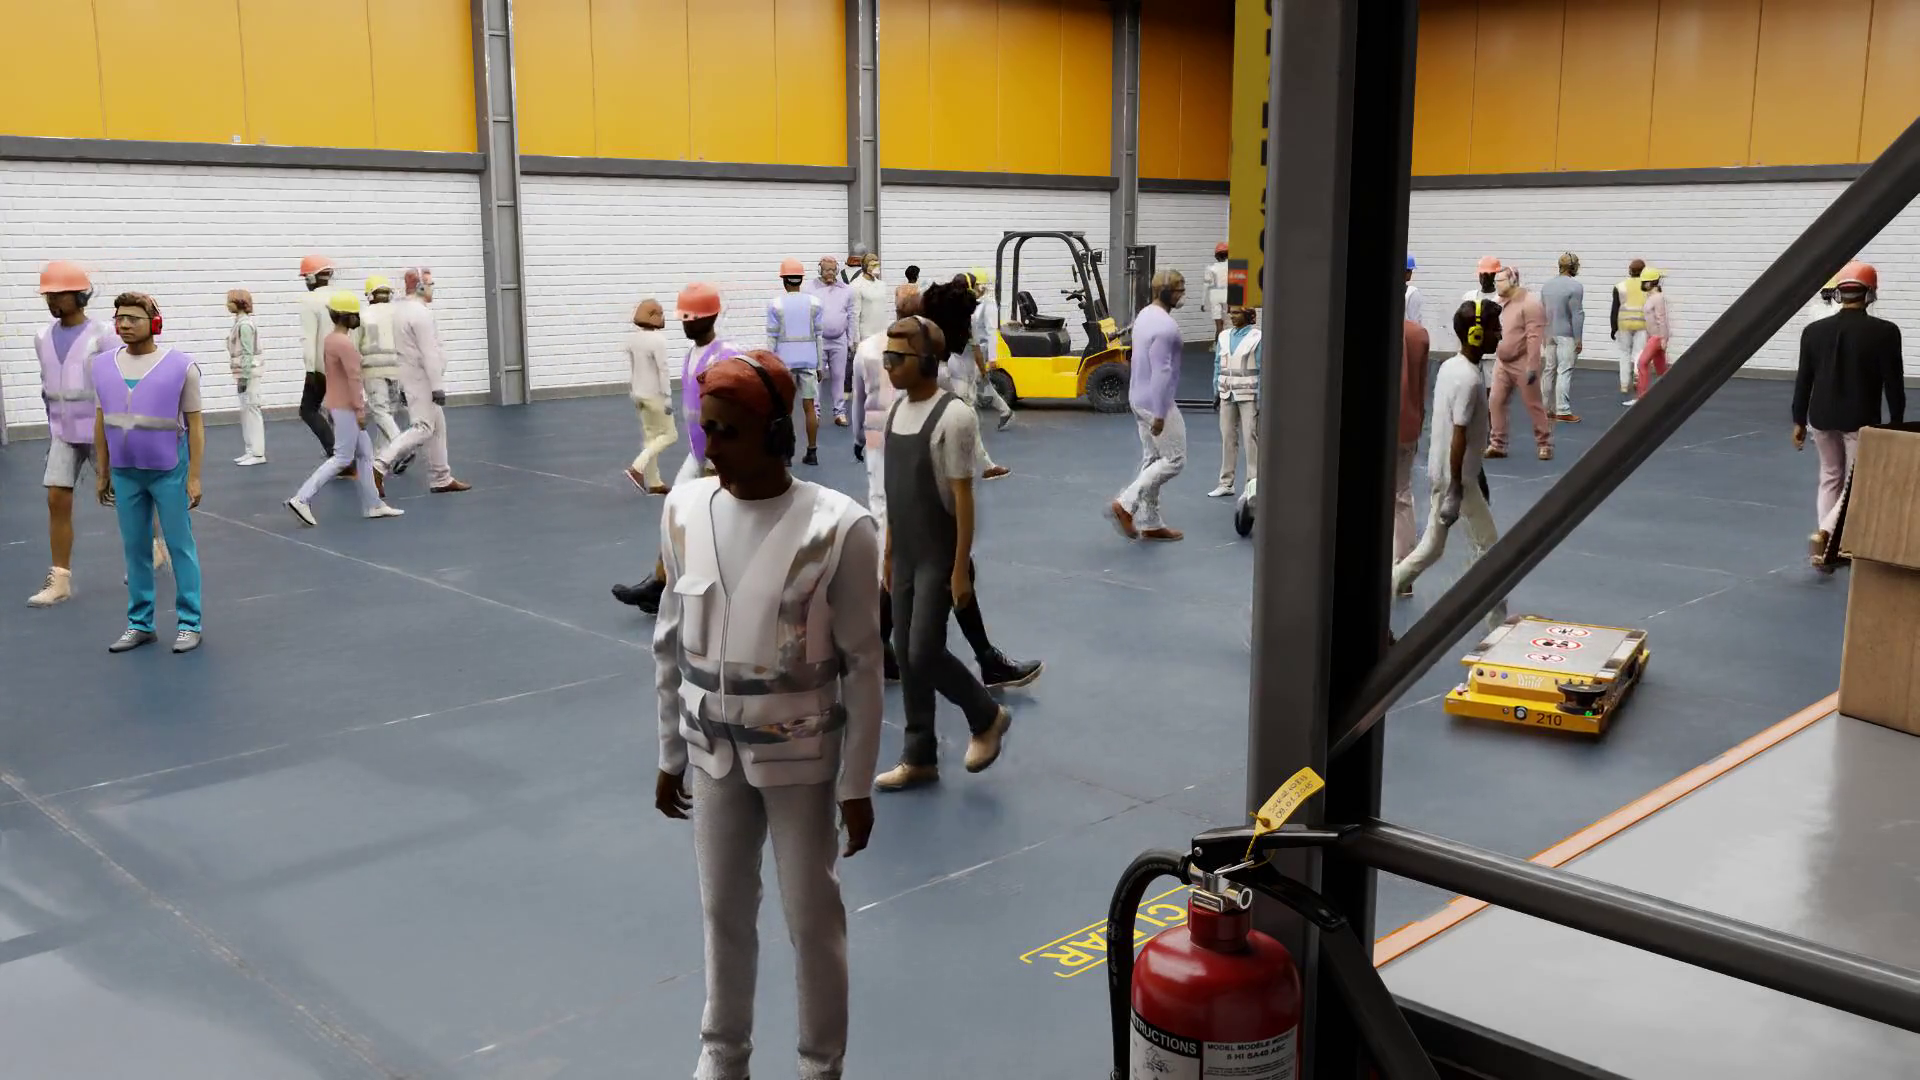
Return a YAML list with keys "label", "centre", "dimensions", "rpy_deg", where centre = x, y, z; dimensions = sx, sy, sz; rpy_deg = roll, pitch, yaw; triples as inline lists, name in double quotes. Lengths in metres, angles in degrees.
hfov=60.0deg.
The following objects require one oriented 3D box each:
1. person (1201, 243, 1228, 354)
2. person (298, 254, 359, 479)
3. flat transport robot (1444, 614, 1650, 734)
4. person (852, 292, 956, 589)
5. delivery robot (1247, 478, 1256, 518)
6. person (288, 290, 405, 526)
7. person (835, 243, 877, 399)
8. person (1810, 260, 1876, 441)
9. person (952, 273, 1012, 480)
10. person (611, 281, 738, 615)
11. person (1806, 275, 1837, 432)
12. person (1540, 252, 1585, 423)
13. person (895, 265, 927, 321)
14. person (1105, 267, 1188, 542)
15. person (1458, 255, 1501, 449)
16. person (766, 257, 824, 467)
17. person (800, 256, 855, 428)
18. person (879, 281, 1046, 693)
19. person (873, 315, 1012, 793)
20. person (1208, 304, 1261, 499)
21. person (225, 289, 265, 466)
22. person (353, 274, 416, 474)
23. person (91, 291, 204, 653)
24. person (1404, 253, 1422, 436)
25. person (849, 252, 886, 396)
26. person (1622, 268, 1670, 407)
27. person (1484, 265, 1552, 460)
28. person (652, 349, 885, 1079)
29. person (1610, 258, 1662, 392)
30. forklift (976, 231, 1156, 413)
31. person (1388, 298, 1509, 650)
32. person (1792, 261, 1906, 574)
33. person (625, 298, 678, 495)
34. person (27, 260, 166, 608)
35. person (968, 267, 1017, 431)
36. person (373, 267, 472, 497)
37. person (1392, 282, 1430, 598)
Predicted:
- label: "person"
  centre: [4.610, -4.255, 29.500]
  dimensions: [0.623, 1.994, 1.032]
  rpy_deg: [-2, 11, -11]
- label: "person"
  centre: [-5.508, -1.487, 14.452]
  dimensions: [0.485, 1.968, 0.677]
  rpy_deg: [4, 11, 19]
- label: "flat transport robot"
  centre: [2.764, 0.592, 7.739]
  dimensions: [0.652, 0.197, 1.431]
  rpy_deg: [6, 12, 30]
- label: "person"
  centre: [-0.320, -0.551, 9.795]
  dimensions: [0.651, 1.792, 0.878]
  rpy_deg: [1, 10, 7]
- label: "delivery robot"
  centre: [2.318, -0.364, 11.929]
  dimensions: [0.477, 0.478, 0.707]
  rpy_deg: [5, 12, 27]
- label: "person"
  centre: [-4.598, -0.980, 12.310]
  dimensions: [0.809, 1.732, 0.538]
  rpy_deg: [-7, 13, -34]
- label: "person"
  centre: [-1.285, -2.829, 21.573]
  dimensions: [0.684, 2.000, 0.538]
  rpy_deg: [6, 12, 31]
- label: "person"
  centre: [9.027, -1.903, 16.947]
  dimensions: [0.352, 1.883, 0.576]
  rpy_deg: [-2, 11, -9]
- label: "person"
  centre: [0.029, -1.372, 14.252]
  dimensions: [0.998, 1.817, 0.547]
  rpy_deg: [-6, 12, -31]
- label: "person"
  centre: [-1.468, -0.493, 9.290]
  dimensions: [0.980, 1.875, 0.564]
  rpy_deg: [-7, 13, -34]
- label: "person"
  centre: [9.548, -2.059, 18.241]
  dimensions: [0.909, 1.723, 0.538]
  rpy_deg: [-5, 12, -25]
- label: "person"
  centre: [6.880, -2.306, 18.994]
  dimensions: [0.359, 1.938, 0.635]
  rpy_deg: [-4, 11, -21]
- label: "person"
  centre: [-0.715, -3.216, 24.640]
  dimensions: [0.532, 1.691, 0.318]
  rpy_deg: [4, 11, 19]
- label: "person"
  centre: [1.310, -0.912, 11.451]
  dimensions: [0.514, 1.921, 0.632]
  rpy_deg: [-2, 11, -12]
- label: "person"
  centre: [5.164, -1.833, 16.409]
  dimensions: [0.545, 1.942, 0.349]
  rpy_deg: [8, 13, 36]
- label: "person"
  centre: [-1.531, -1.640, 15.410]
  dimensions: [0.541, 1.930, 0.386]
  rpy_deg: [-3, 11, -16]
- label: "person"
  centre: [-1.469, -2.207, 18.550]
  dimensions: [0.642, 1.907, 0.410]
  rpy_deg: [-4, 11, -20]
- label: "person"
  centre: [-0.035, -0.232, 7.738]
  dimensions: [0.929, 1.913, 0.660]
  rpy_deg: [-1, 10, -4]
- label: "person"
  centre: [-0.096, 0.063, 6.355]
  dimensions: [0.475, 1.834, 0.532]
  rpy_deg: [-8, 13, -36]
- label: "person"
  centre: [2.259, -1.137, 13.438]
  dimensions: [0.306, 1.640, 0.522]
  rpy_deg: [-9, 14, -41]
- label: "person"
  centre: [-6.651, -1.513, 15.484]
  dimensions: [0.331, 1.634, 0.539]
  rpy_deg: [-6, 12, -29]
- label: "person"
  centre: [-5.170, -1.492, 15.002]
  dimensions: [0.853, 1.789, 0.654]
  rpy_deg: [8, 13, 38]
- label: "person"
  centre: [-4.149, -0.345, 8.544]
  dimensions: [0.565, 1.849, 0.388]
  rpy_deg: [1, 10, 3]
- label: "person"
  centre: [4.657, -2.067, 17.669]
  dimensions: [0.389, 1.949, 0.603]
  rpy_deg: [-7, 12, -33]
- label: "person"
  centre: [-1.032, -2.303, 18.979]
  dimensions: [0.359, 1.938, 0.635]
  rpy_deg: [7, 12, 33]
- label: "person"
  centre: [8.527, -2.482, 20.545]
  dimensions: [0.741, 1.722, 0.535]
  rpy_deg: [2, 11, 11]
- label: "person"
  centre: [5.362, -1.681, 15.867]
  dimensions: [0.720, 1.859, 0.658]
  rpy_deg: [-5, 11, -24]
- label: "person"
  centre: [-0.450, 0.508, 3.800]
  dimensions: [0.574, 1.886, 0.361]
  rpy_deg: [5, 12, 26]
- label: "person"
  centre: [9.107, -2.885, 22.462]
  dimensions: [0.635, 1.820, 0.624]
  rpy_deg: [4, 11, 21]
- label: "forklift"
  centre: [1.222, -2.721, 20.561]
  dimensions: [2.313, 2.155, 1.214]
  rpy_deg: [2, 11, 13]
- label: "person"
  centre: [2.498, -0.310, 8.428]
  dimensions: [0.941, 1.830, 0.513]
  rpy_deg: [0, 10, 1]
- label: "person"
  centre: [5.561, -0.757, 10.447]
  dimensions: [0.741, 1.971, 0.629]
  rpy_deg: [-7, 13, -35]
- label: "person"
  centre: [-2.531, -1.151, 13.538]
  dimensions: [0.435, 1.621, 0.514]
  rpy_deg: [-9, 14, -40]
- label: "person"
  centre: [-5.164, -0.657, 9.865]
  dimensions: [0.621, 1.999, 1.027]
  rpy_deg: [2, 11, 12]
- label: "person"
  centre: [0.235, -2.035, 17.881]
  dimensions: [0.866, 1.803, 0.594]
  rpy_deg: [-4, 11, -23]
- label: "person"
  centre: [-4.468, -1.282, 13.577]
  dimensions: [0.832, 1.882, 0.640]
  rpy_deg: [-6, 12, -29]
- label: "person"
  centre: [2.450, -0.621, 9.696]
  dimensions: [0.621, 1.990, 0.400]
  rpy_deg: [-6, 12, -30]
